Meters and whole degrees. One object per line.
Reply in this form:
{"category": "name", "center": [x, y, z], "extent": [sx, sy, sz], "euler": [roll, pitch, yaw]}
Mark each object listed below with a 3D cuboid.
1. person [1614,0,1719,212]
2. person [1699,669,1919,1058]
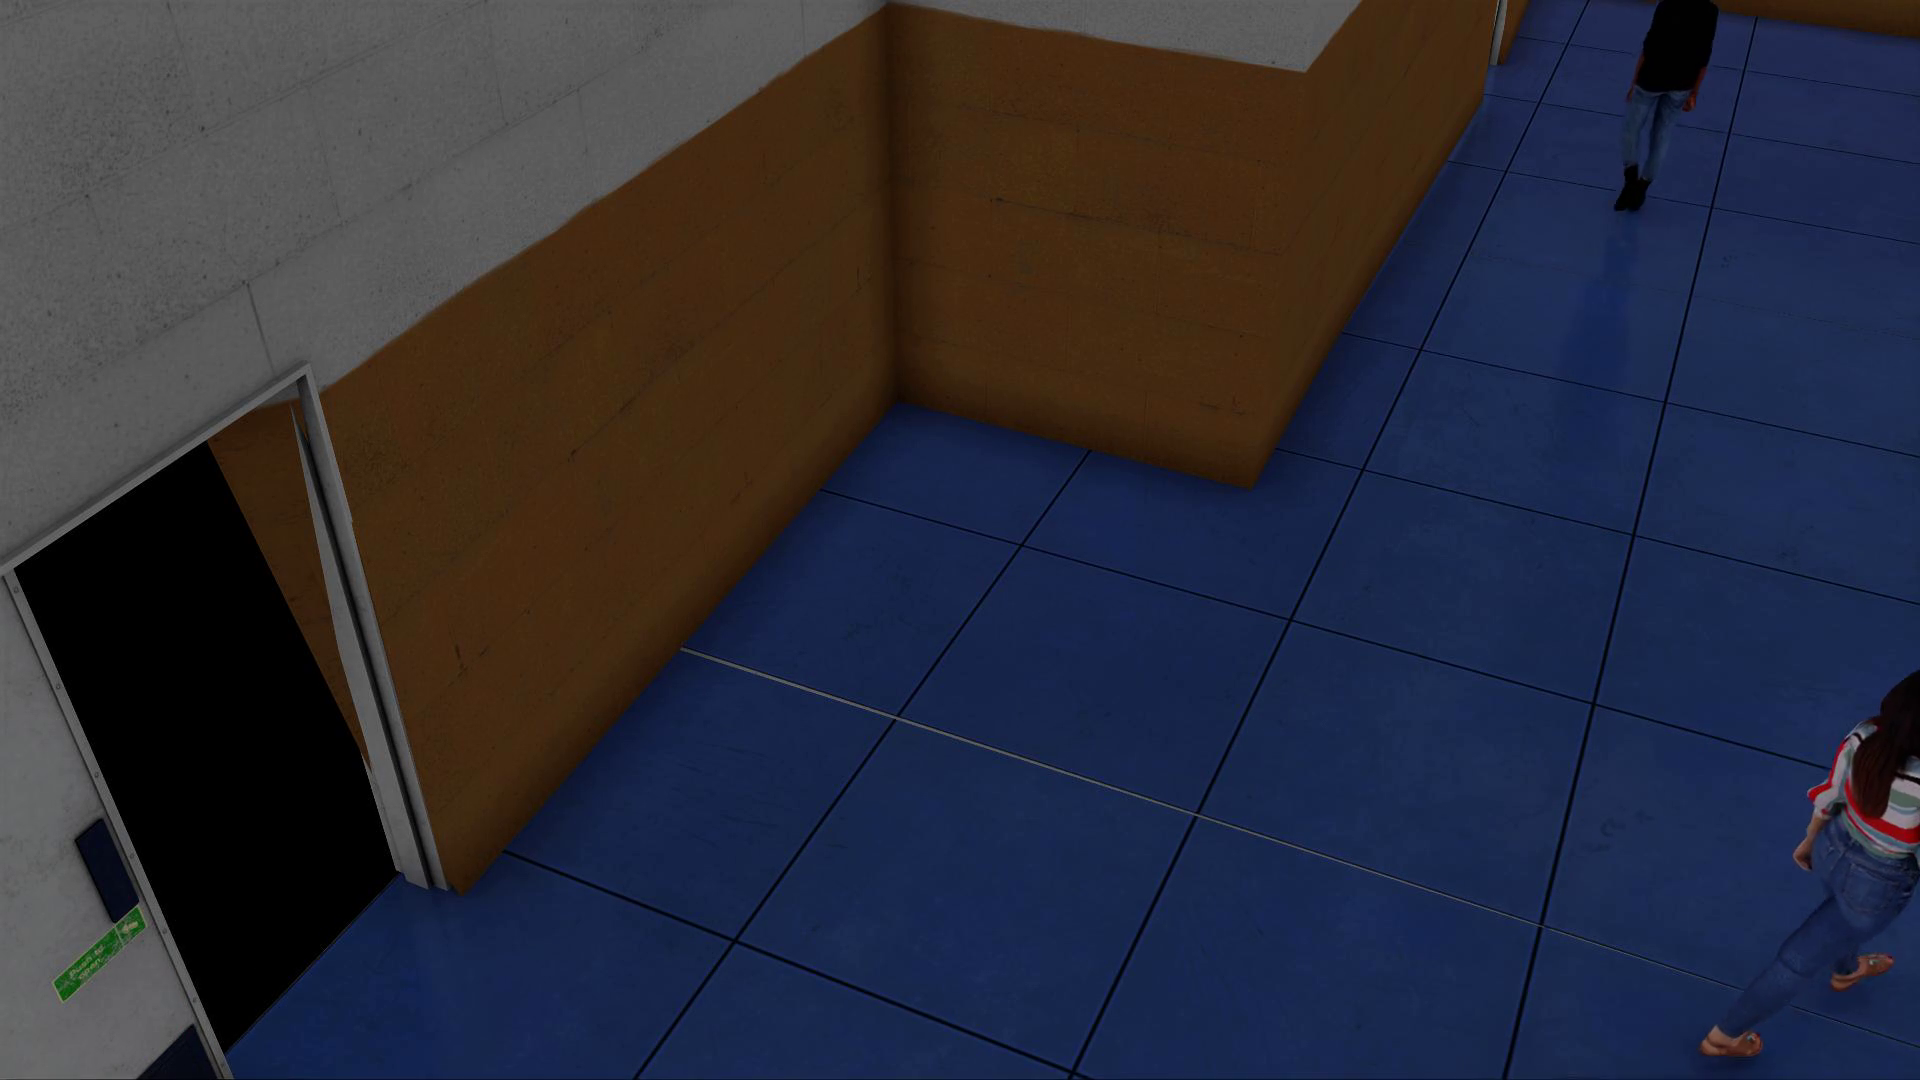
{"category": "person", "center": [4.392, -2.797, 10.373], "extent": [0.814, 1.693, 0.732], "euler": [8, 38, 11]}
{"category": "person", "center": [2.792, 1.094, 5.292], "extent": [1.146, 1.568, 1.053], "euler": [-10, 38, -13]}
